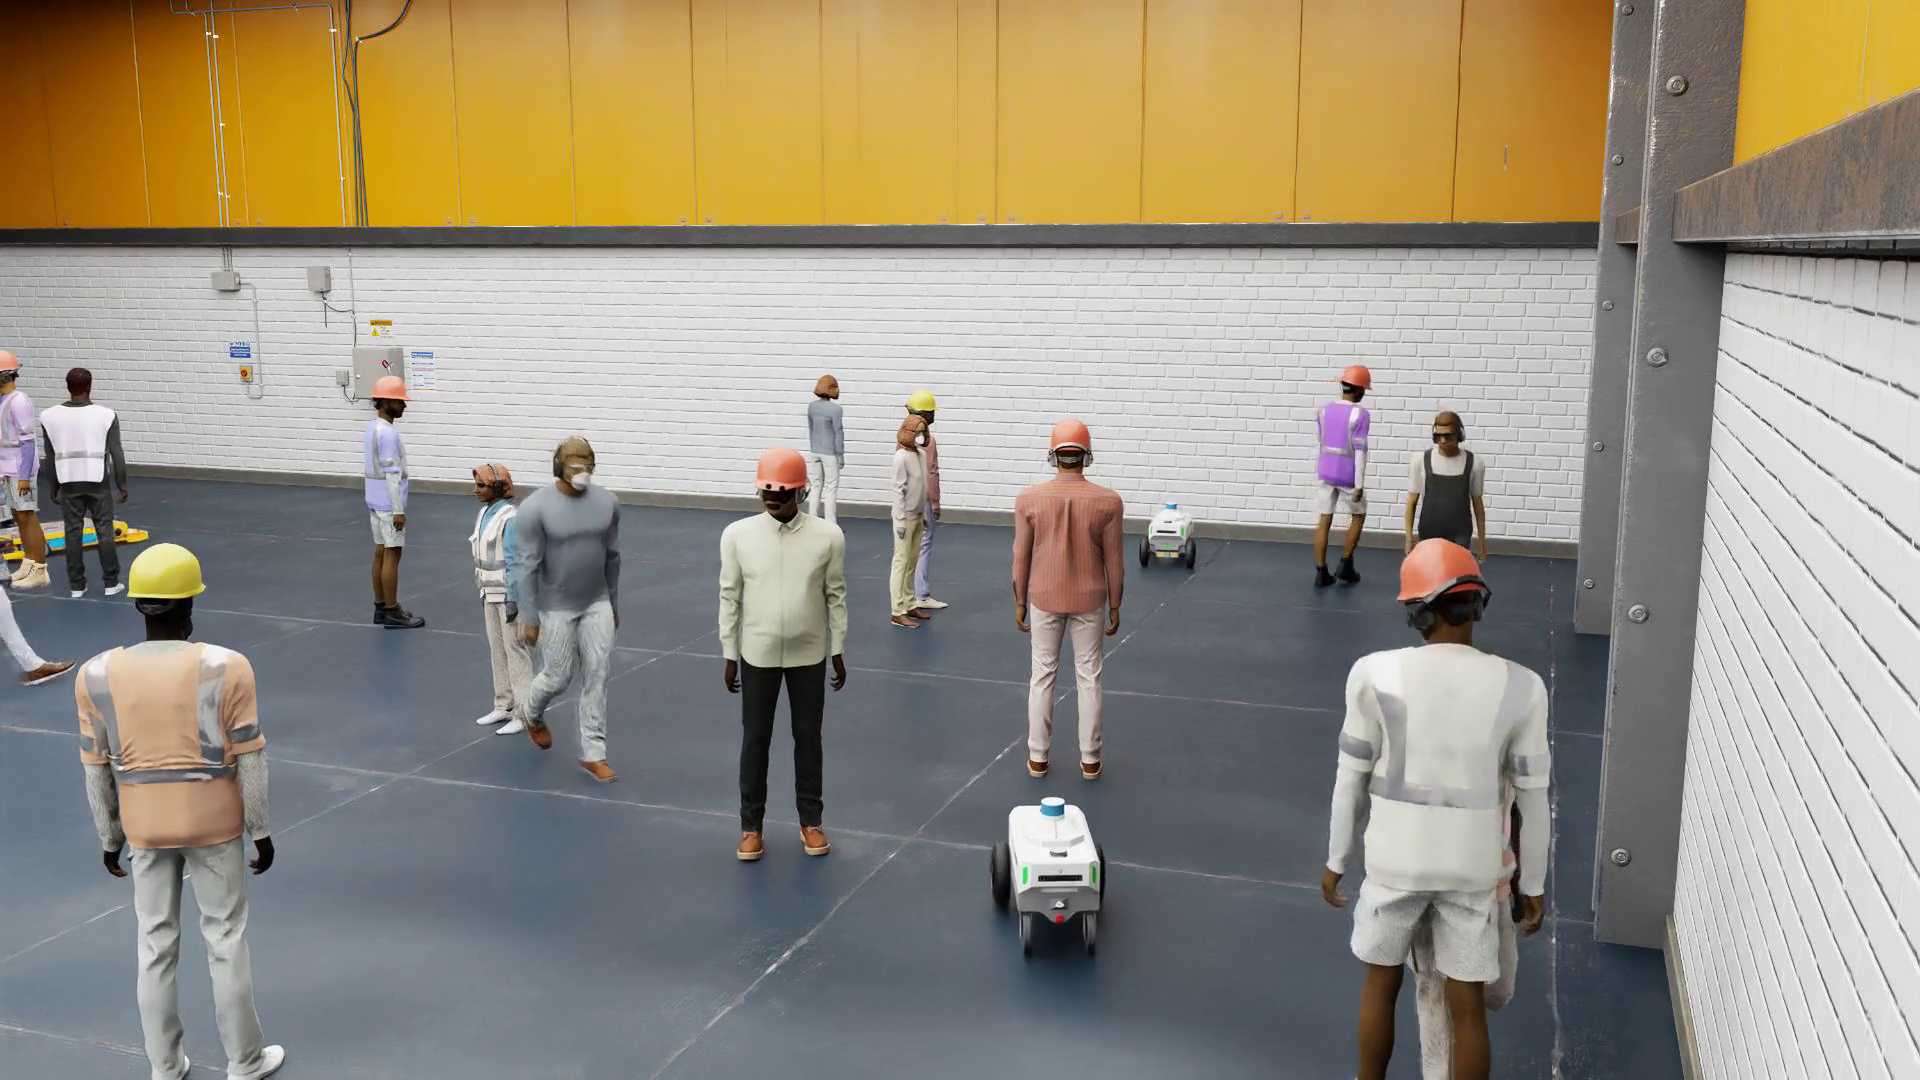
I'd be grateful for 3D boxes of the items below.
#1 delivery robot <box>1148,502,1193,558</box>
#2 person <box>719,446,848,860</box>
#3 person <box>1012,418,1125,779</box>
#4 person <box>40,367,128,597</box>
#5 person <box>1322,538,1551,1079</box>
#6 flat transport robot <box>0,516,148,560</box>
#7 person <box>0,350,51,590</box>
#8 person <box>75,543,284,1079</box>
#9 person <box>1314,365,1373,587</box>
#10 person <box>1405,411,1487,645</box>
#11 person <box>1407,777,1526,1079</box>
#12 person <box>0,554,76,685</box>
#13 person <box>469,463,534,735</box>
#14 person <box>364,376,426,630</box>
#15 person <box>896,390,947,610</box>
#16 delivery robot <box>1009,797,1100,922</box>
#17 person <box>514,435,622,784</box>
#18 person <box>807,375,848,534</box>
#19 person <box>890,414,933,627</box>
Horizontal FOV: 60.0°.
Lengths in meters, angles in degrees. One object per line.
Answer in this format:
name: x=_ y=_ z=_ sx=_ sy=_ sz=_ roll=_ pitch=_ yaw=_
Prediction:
delivery robot: x=1.946 y=-0.103 z=15.322 sx=0.477 sy=0.478 sz=0.707 roll=2 pitch=10 yaw=14
person: x=-0.834 y=0.538 z=7.929 sx=0.612 sy=1.991 sz=0.392 roll=-2 pitch=10 yaw=-10
person: x=0.593 y=0.327 z=9.135 sx=0.614 sy=1.987 sz=0.407 roll=1 pitch=10 yaw=6
person: x=-7.275 y=-0.475 z=13.856 sx=0.600 sy=1.915 sz=0.400 roll=-3 pitch=11 yaw=-17
person: x=1.487 y=1.005 z=5.240 sx=0.686 sy=2.024 sz=0.494 roll=1 pitch=10 yaw=8
flat transport robot: x=-8.668 y=-0.031 z=15.977 sx=0.652 sy=0.197 sz=1.431 roll=7 pitch=12 yaw=34
person: x=-8.074 y=-0.596 z=14.175 sx=0.390 sy=2.039 sz=0.614 roll=-9 pitch=13 yaw=-41
person: x=-2.655 y=0.967 z=5.691 sx=0.584 sy=1.928 sz=0.373 roll=-1 pitch=10 yaw=-7
person: x=3.283 y=-0.547 z=14.269 sx=0.580 sy=1.901 sz=0.590 roll=10 pitch=14 yaw=43
person: x=3.427 y=-0.032 z=11.719 sx=0.564 sy=1.799 sz=0.946 roll=3 pitch=11 yaw=18
person: x=1.630 y=1.153 z=5.495 sx=0.538 sy=1.621 sz=0.586 roll=-2 pitch=10 yaw=-9
person: x=-6.387 y=0.111 z=10.807 sx=0.964 sy=1.826 sz=0.550 roll=-6 pitch=12 yaw=-31
person: x=-2.758 y=0.347 z=10.026 sx=0.310 sy=1.631 sz=0.509 roll=-8 pitch=13 yaw=-37
person: x=-4.350 y=-0.288 z=12.740 sx=0.375 sy=1.934 sz=0.548 roll=-6 pitch=12 yaw=-32
person: x=-0.314 y=-0.326 z=13.428 sx=0.315 sy=1.767 sz=0.535 roll=-7 pitch=12 yaw=-34
delivery robot: x=0.398 y=1.350 z=7.137 sx=0.477 sy=0.478 sz=0.707 roll=0 pitch=10 yaw=-2
person: x=-2.183 y=0.359 z=9.186 sx=0.632 sy=1.917 sz=0.754 roll=-9 pitch=13 yaw=-41
person: x=-1.352 y=-0.855 z=16.813 sx=0.504 sy=1.626 sz=0.283 roll=10 pitch=14 yaw=44
person: x=-0.374 y=-0.157 z=12.853 sx=0.285 sy=1.631 sz=0.501 roll=4 pitch=11 yaw=21
